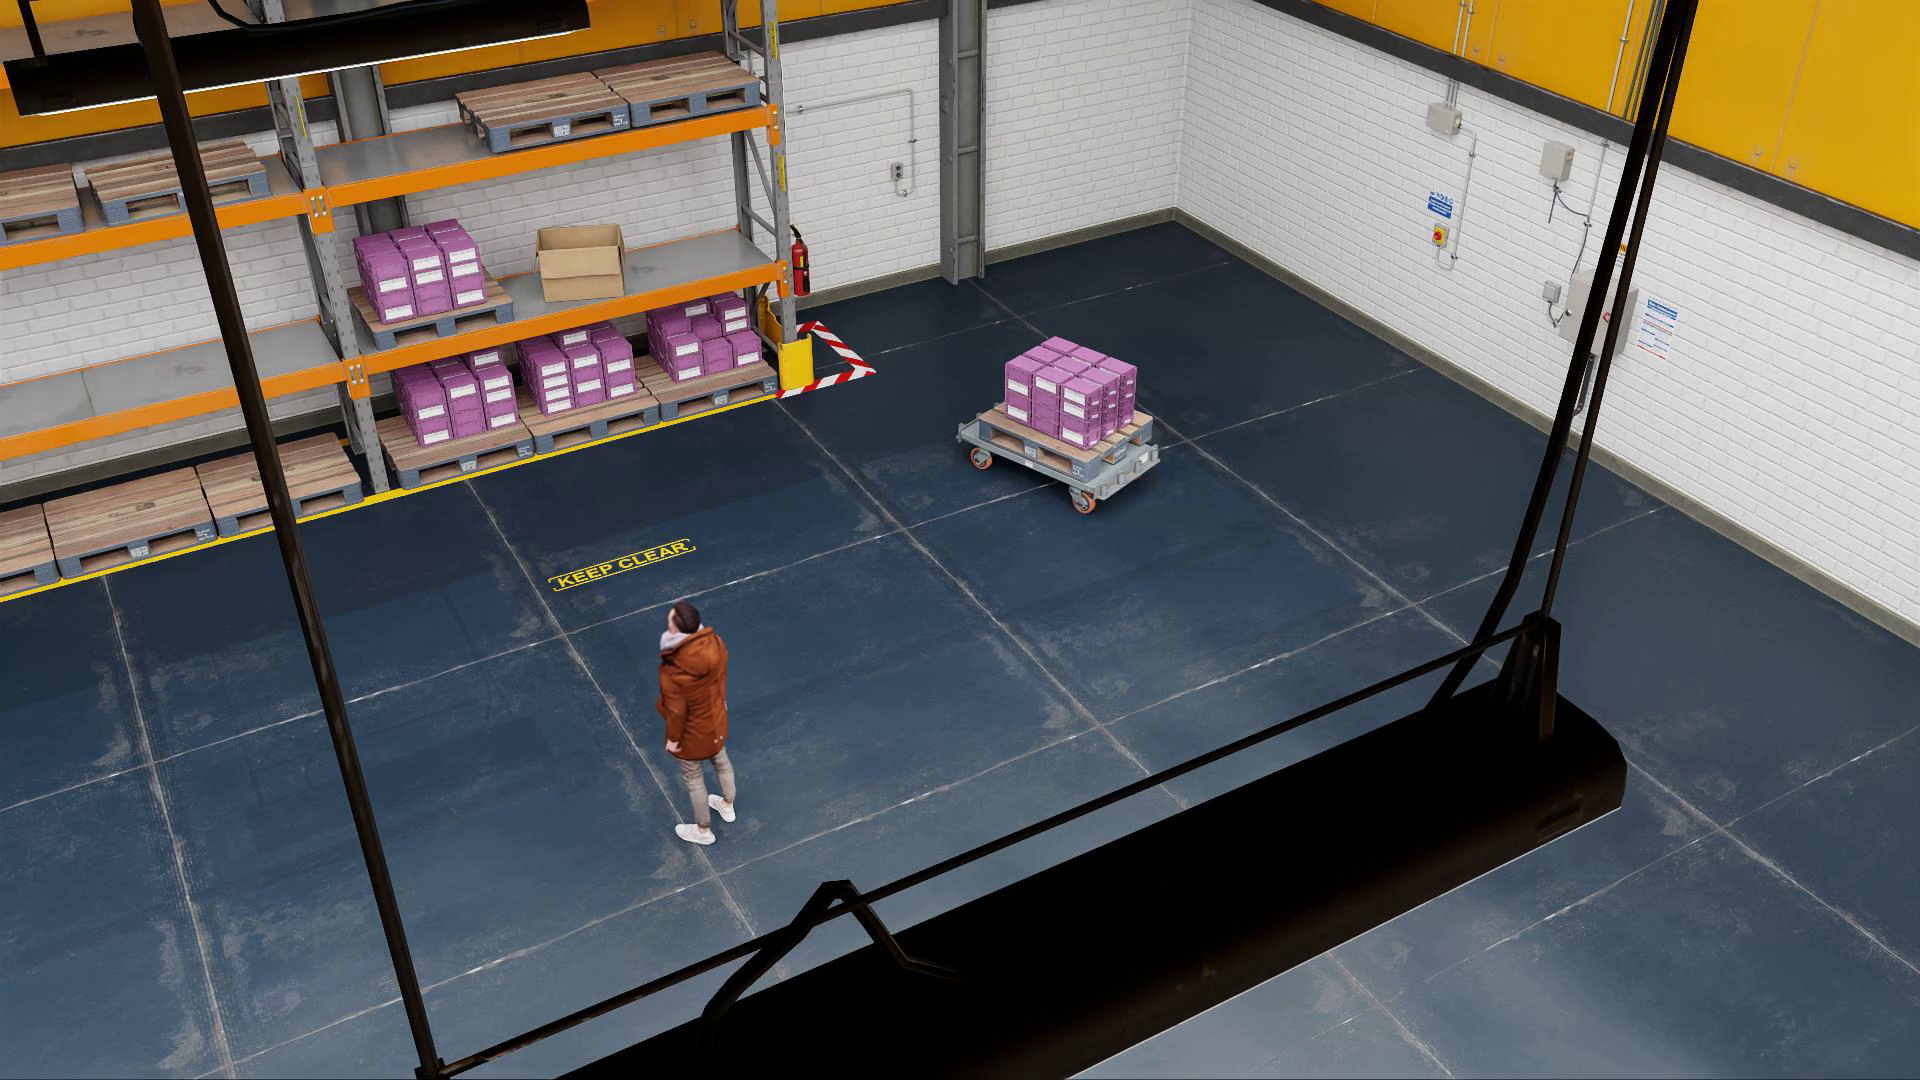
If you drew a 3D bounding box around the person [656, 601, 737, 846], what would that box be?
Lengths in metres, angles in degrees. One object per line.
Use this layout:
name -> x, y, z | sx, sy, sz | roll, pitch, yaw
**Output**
person -> -1.670, 1.163, 10.627 | 0.882, 1.838, 0.782 | 21, 39, 28
